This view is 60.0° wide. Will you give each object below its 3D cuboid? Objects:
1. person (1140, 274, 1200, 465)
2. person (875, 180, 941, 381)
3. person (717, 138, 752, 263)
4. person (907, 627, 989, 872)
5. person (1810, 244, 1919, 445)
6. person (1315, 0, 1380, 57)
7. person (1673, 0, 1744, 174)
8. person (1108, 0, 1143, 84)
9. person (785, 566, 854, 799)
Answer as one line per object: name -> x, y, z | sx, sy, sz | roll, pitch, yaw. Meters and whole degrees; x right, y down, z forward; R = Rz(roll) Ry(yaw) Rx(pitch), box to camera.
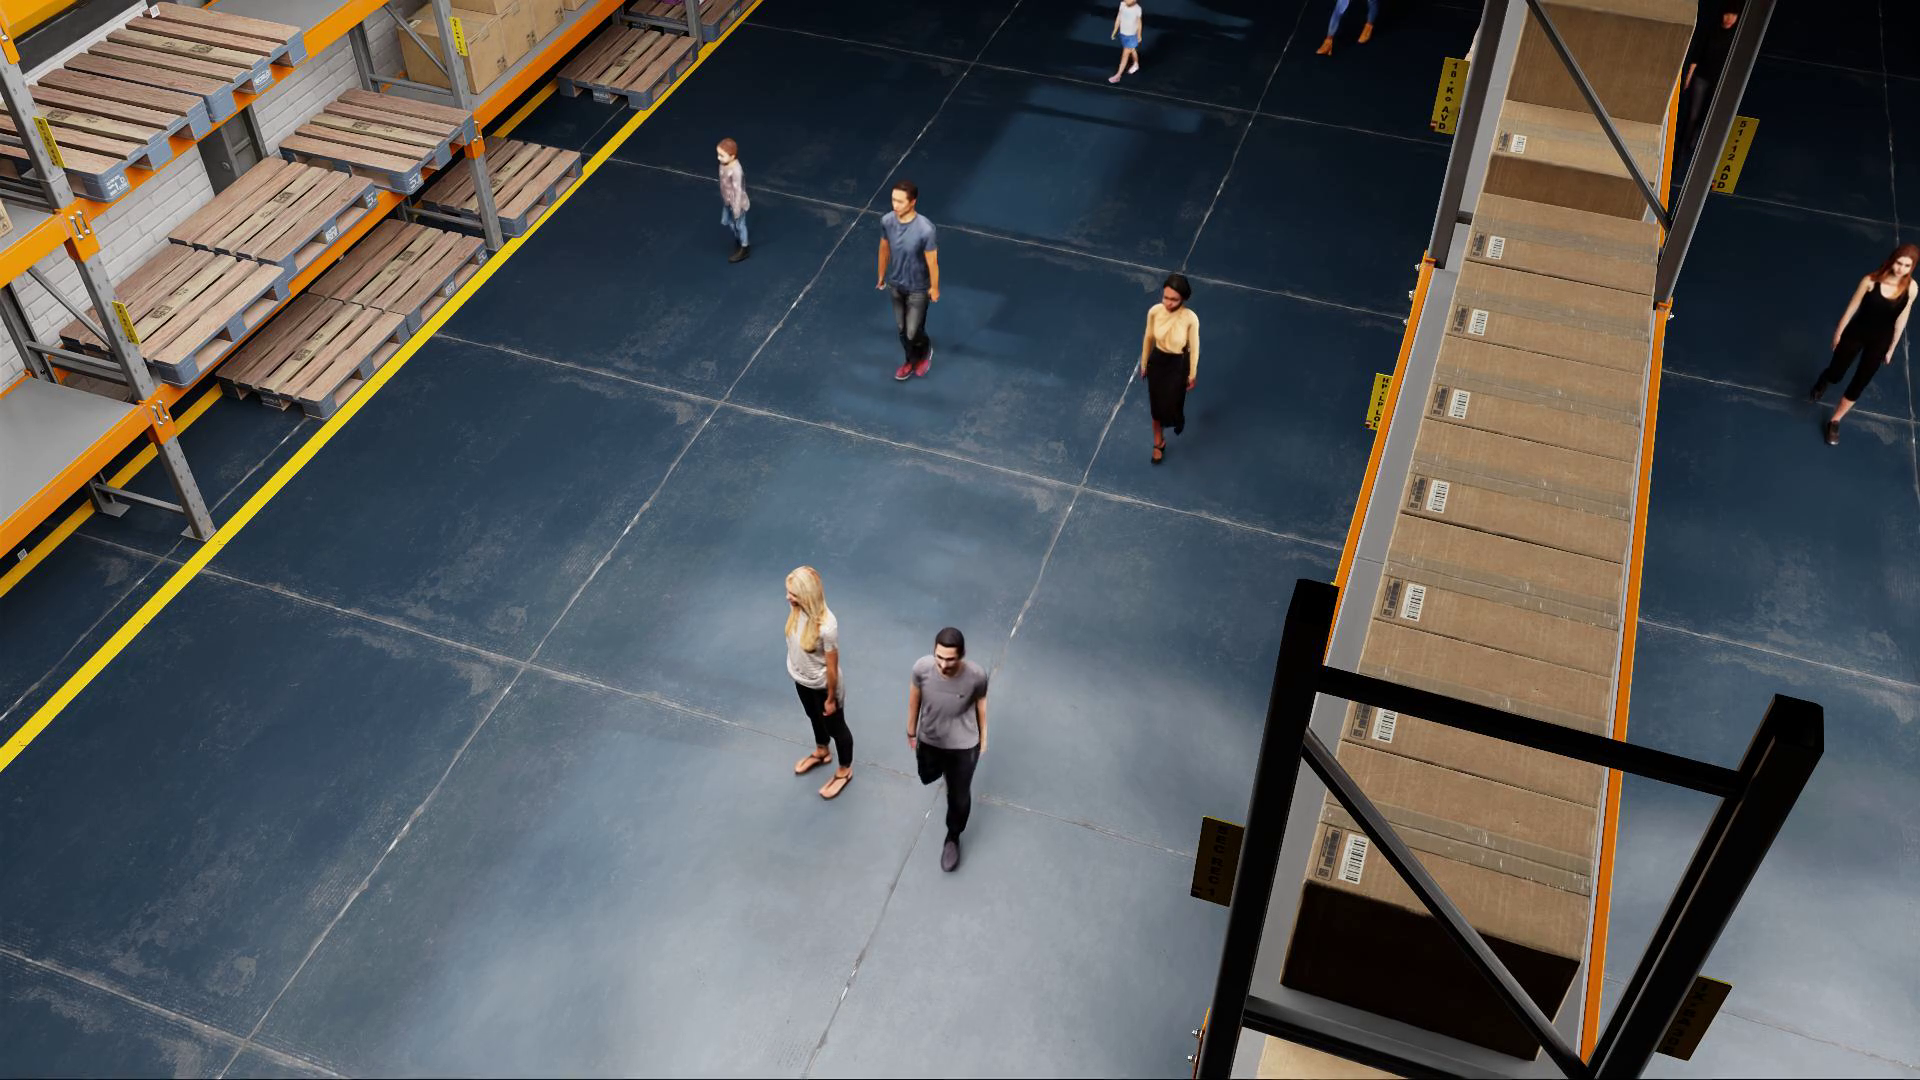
person -> 1.580, -1.283, 12.305 | 0.649, 1.645, 0.769 | 20, 47, 20
person -> -0.339, -2.043, 12.992 | 0.738, 1.798, 0.722 | 25, 49, 24
person -> -1.907, -2.967, 14.405 | 0.619, 1.187, 0.581 | -24, 49, -23
person -> -0.052, 1.099, 9.740 | 0.726, 1.733, 1.067 | 7, 44, 8
person -> 6.836, -1.548, 12.533 | 0.568, 1.714, 0.803 | 14, 45, 14
person -> 4.188, -5.804, 17.044 | 0.895, 1.654, 1.288 | 29, 51, 27
person -> 7.005, -4.298, 15.502 | 0.577, 1.601, 1.091 | 14, 45, 14
person -> 1.744, -5.153, 16.839 | 0.781, 0.995, 0.607 | -34, 53, -30
person -> -0.840, 0.823, 9.963 | 0.669, 1.826, 0.665 | -33, 53, -30
